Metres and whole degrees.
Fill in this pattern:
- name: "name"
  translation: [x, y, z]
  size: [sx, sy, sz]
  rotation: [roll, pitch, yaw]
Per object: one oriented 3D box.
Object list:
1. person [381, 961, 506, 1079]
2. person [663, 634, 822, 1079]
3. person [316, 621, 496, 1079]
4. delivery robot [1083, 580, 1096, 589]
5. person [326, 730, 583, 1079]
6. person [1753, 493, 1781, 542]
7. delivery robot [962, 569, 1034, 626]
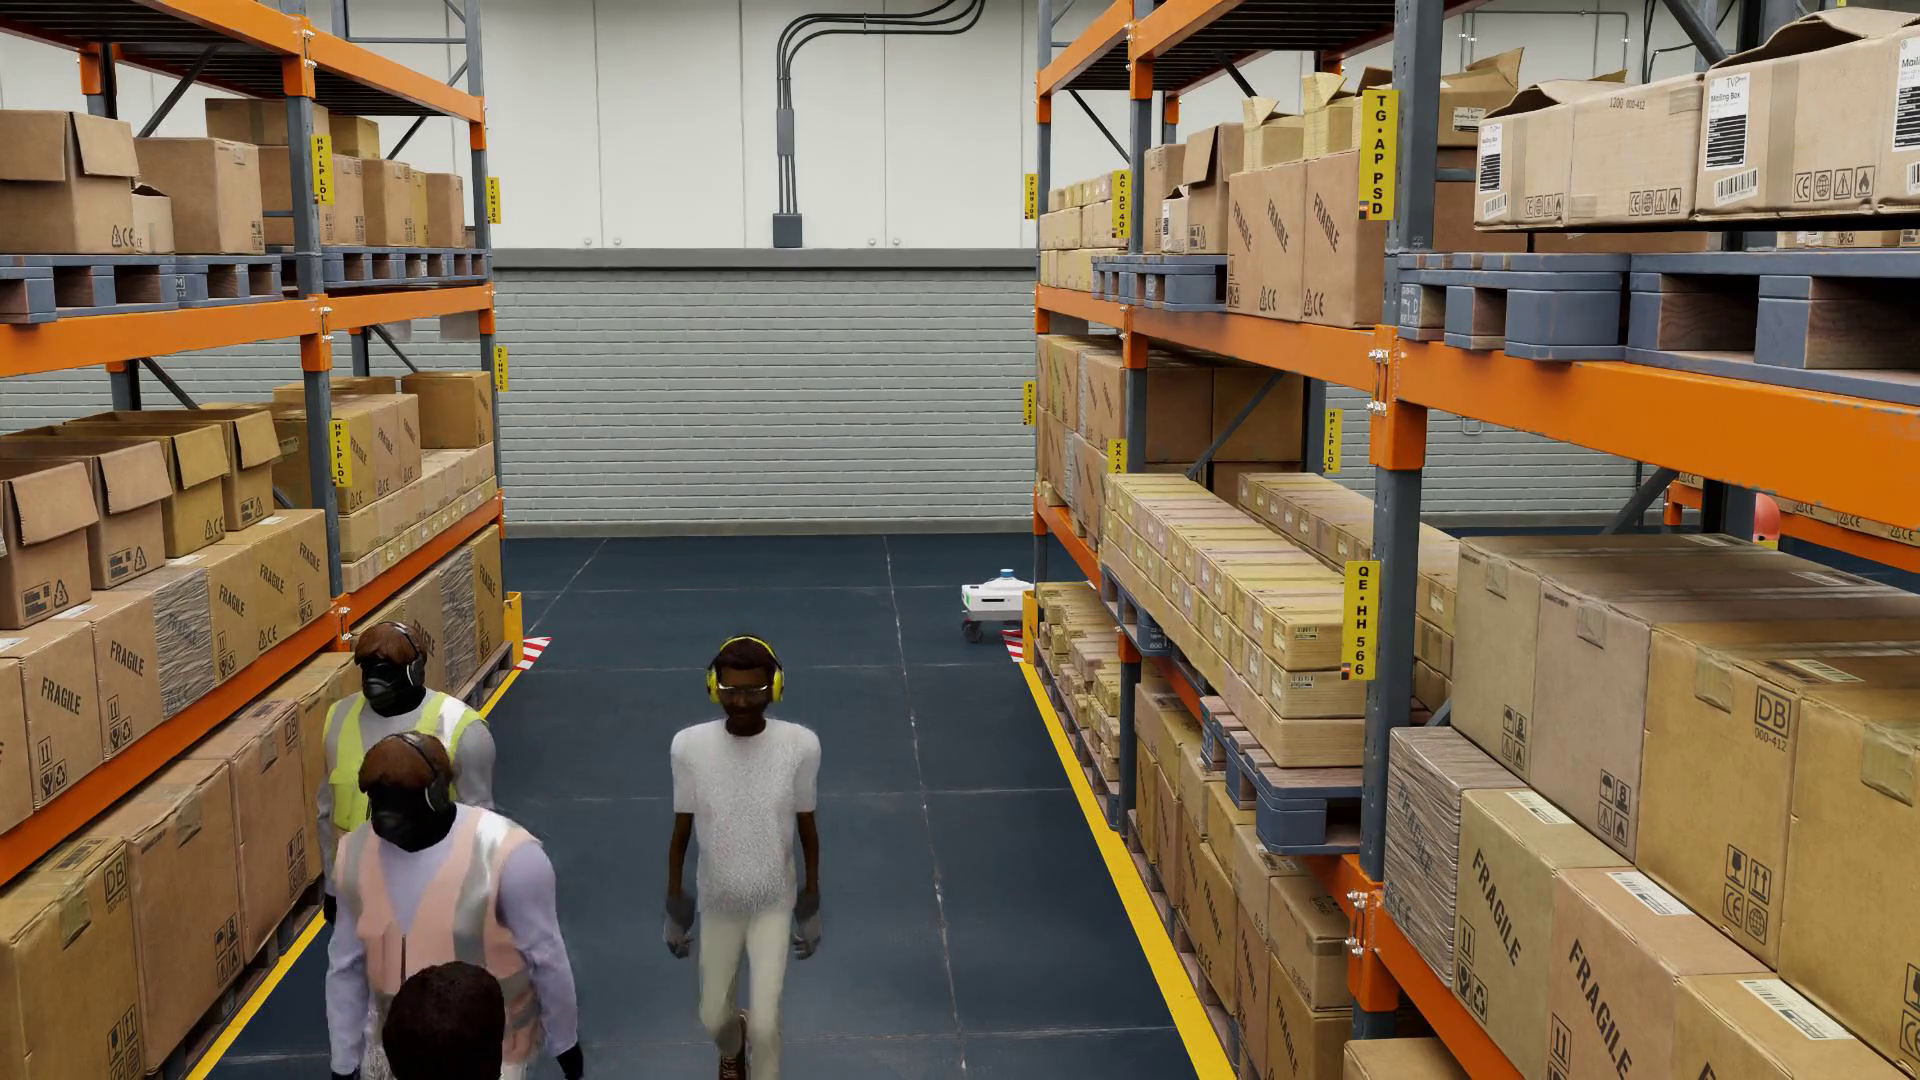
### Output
- name: "person"
  translation: [-0.855, 1.617, 2.917]
  size: [0.621, 1.866, 0.984]
  rotation: [1, 10, 6]
- name: "person"
  translation: [-0.718, 1.190, 5.526]
  size: [0.537, 1.844, 0.726]
  rotation: [-1, 10, -5]
- name: "person"
  translation: [-1.877, 1.177, 5.602]
  size: [0.620, 1.845, 0.429]
  rotation: [2, 10, 10]
- name: "delivery robot"
  translation: [1.065, 0.492, 13.139]
  size: [0.707, 0.478, 0.477]
  rotation: [-6, 11, -31]
- name: "person"
  translation: [-1.421, 1.395, 4.452]
  size: [0.647, 1.796, 0.905]
  rotation: [3, 10, 19]
- name: "person"
  translation: [3.539, 0.762, 7.624]
  size: [0.611, 1.985, 0.393]
  rotation: [0, 10, 1]
- name: "delivery robot"
  translation: [0.370, 0.474, 13.244]
  size: [0.707, 0.478, 0.477]
  rotation: [-1, 10, -3]
